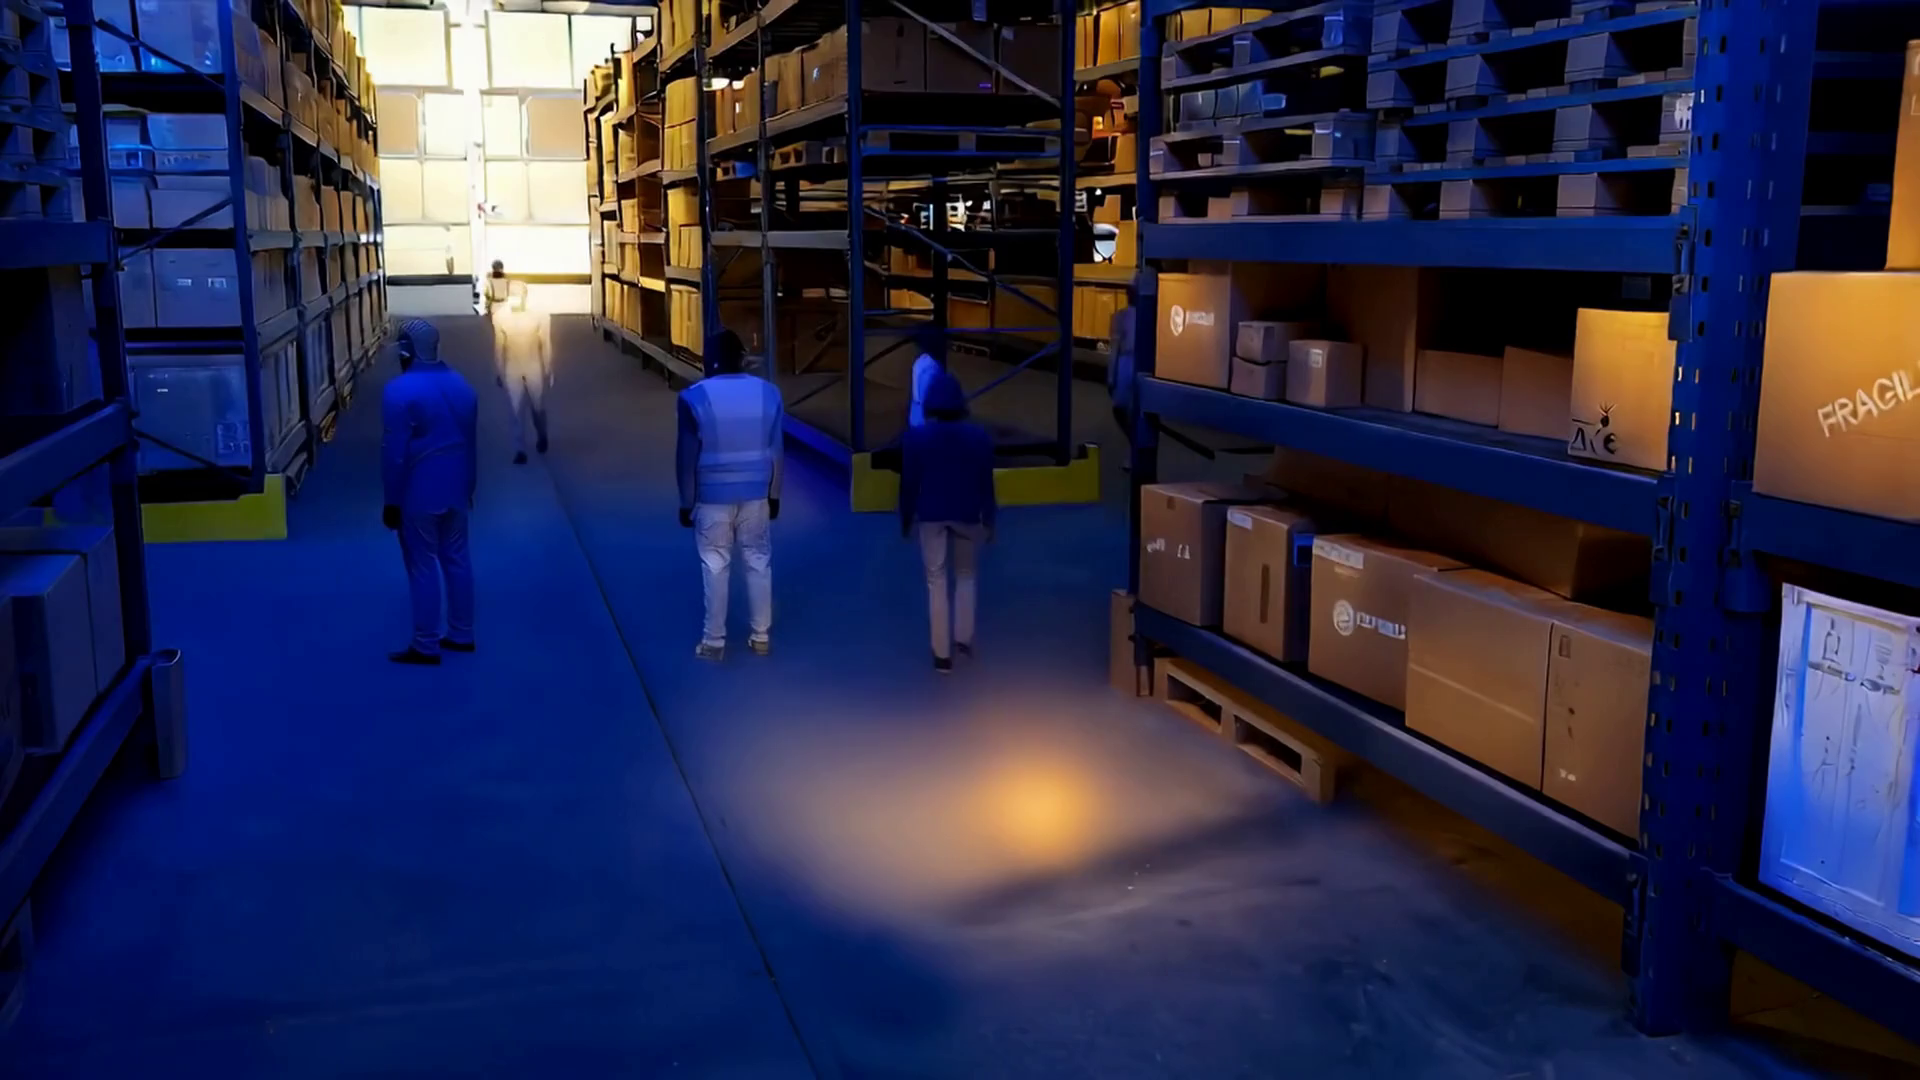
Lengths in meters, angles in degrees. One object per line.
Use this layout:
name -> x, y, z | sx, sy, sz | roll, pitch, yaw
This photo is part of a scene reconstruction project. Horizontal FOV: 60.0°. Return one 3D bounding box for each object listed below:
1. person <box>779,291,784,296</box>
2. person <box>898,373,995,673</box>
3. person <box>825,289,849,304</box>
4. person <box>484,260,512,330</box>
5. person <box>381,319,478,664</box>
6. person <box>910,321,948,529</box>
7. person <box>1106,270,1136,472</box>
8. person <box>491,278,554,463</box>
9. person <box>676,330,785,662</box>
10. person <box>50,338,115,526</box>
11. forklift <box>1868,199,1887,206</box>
person -> -4.697, -6.363, 43.068 | 0.825, 1.729, 0.552 | -4, 11, -19
person -> -0.077, -0.107, 9.127 | 0.522, 1.607, 0.623 | -1, 10, -5
person -> -2.277, -4.367, 31.878 | 0.621, 1.837, 0.429 | -9, 14, -40
person -> -8.512, -4.220, 30.810 | 0.563, 1.927, 0.424 | -4, 11, -23
person -> -2.961, -0.269, 9.244 | 0.399, 1.901, 0.644 | 5, 11, 25
person -> -0.211, -0.917, 13.382 | 0.382, 1.679, 0.548 | -3, 11, -14
person -> 1.747, -1.635, 16.374 | 0.626, 2.023, 0.526 | -3, 11, -17
person -> -4.562, -1.776, 17.433 | 0.644, 1.923, 0.557 | 0, 10, 0
person -> -1.285, -0.243, 9.251 | 0.625, 1.845, 0.429 | -6, 12, -29
person -> -5.986, -0.648, 11.334 | 0.424, 1.894, 0.643 | -3, 11, -15
forklift -> 11.338, -2.915, 21.052 | 1.129, 2.768, 1.873 | -3, 11, -17
